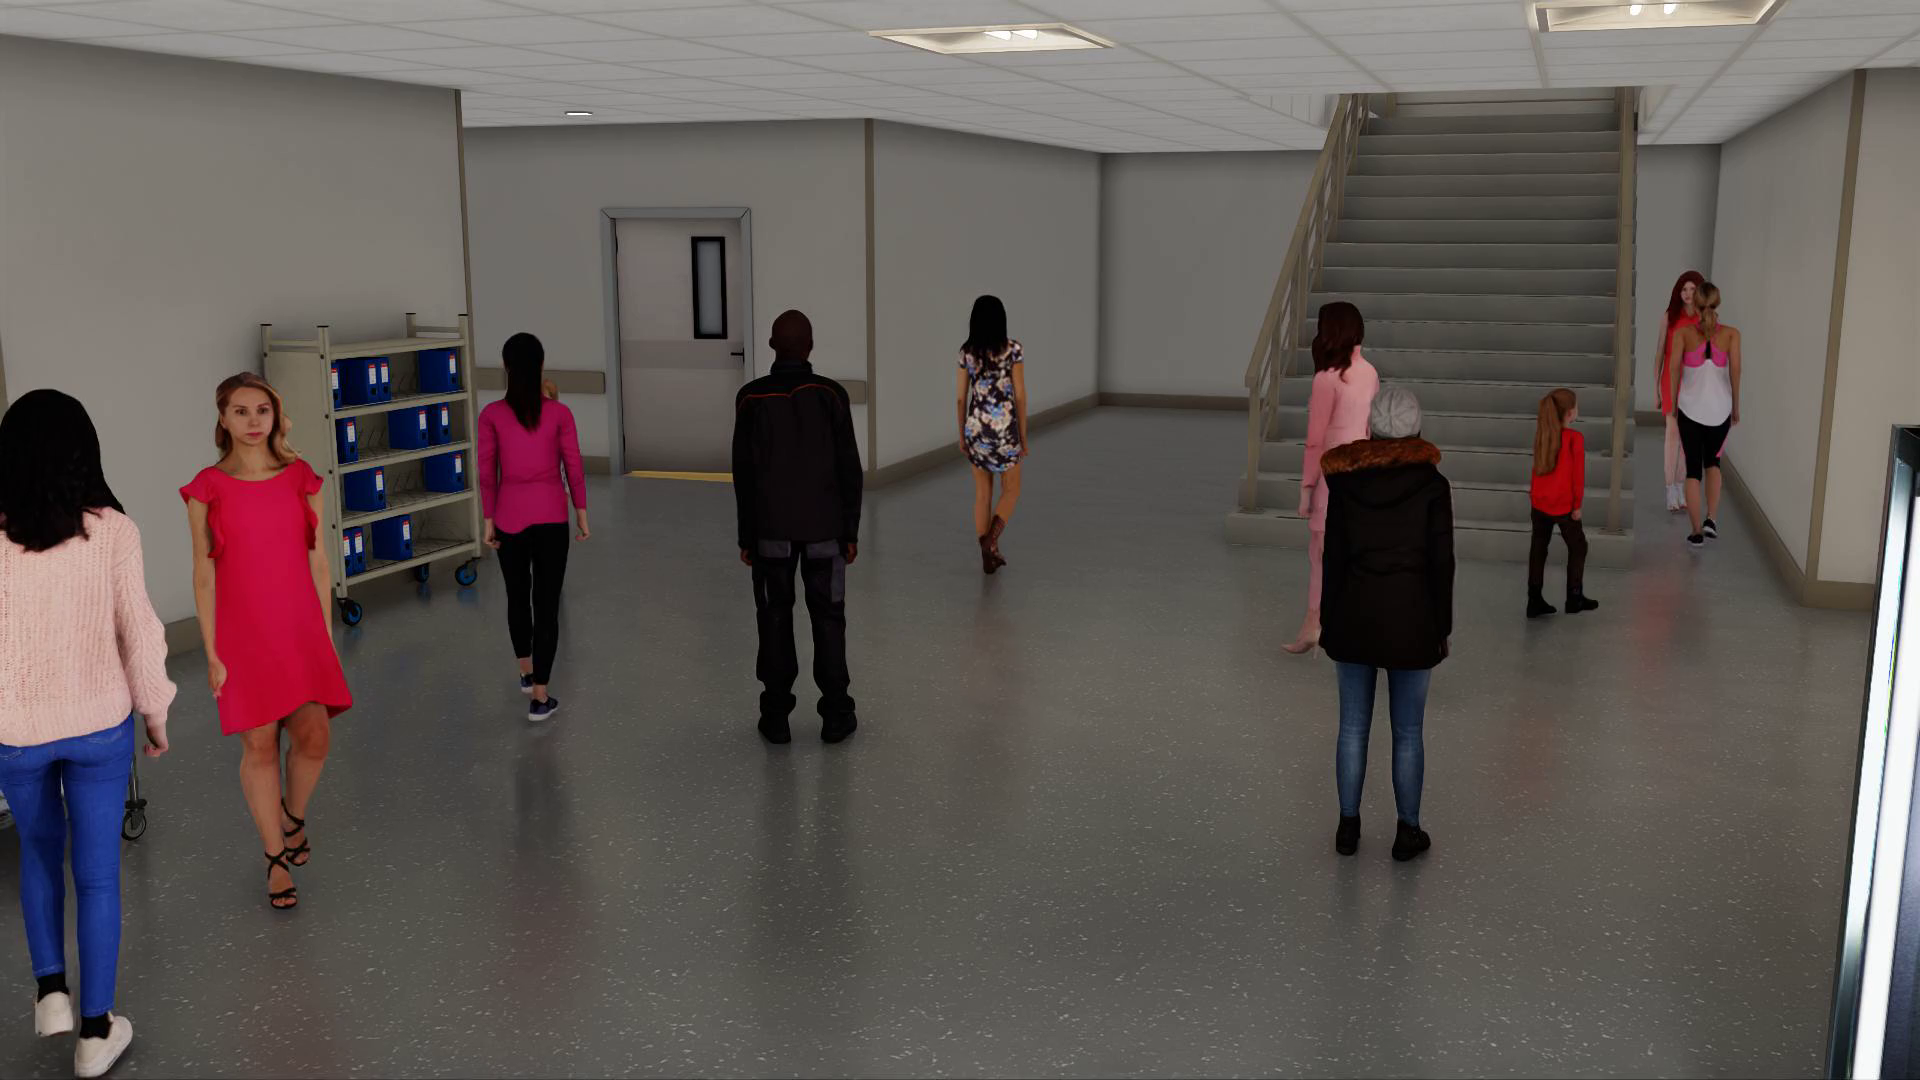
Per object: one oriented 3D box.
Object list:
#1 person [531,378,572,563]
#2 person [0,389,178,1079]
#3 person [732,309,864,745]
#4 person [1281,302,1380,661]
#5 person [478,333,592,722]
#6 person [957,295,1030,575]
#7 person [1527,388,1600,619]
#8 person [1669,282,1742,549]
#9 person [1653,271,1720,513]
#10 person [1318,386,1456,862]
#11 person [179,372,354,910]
[{"bbox_3d":[-2.452,-0.301,9.771,0.807,1.264,0.946,-3,11,-15],"label":"person"},{"bbox_3d":[-2.268,0.518,4.142,0.778,1.754,0.798,-3,11,-13],"label":"person"},{"bbox_3d":[-0.679,-0.056,6.971,0.780,1.826,0.745,0,11,-2],"label":"person"},{"bbox_3d":[1.898,-0.222,7.986,1.118,1.773,1.040,-9,14,-40],"label":"person"},{"bbox_3d":[-1.888,-0.037,7.269,0.810,1.678,0.975,-1,11,-3],"label":"person"},{"bbox_3d":[0.177,-0.629,10.261,0.628,1.725,0.648,3,11,17],"label":"person"},{"bbox_3d":[3.242,-0.189,9.159,0.778,1.272,0.694,-7,13,-34],"label":"person"},{"bbox_3d":[4.988,-0.827,11.168,0.609,1.775,0.591,4,11,18],"label":"person"},{"bbox_3d":[5.498,-1.122,12.648,0.694,1.803,0.819,2,11,9],"label":"person"},{"bbox_3d":[1.457,0.282,5.708,0.630,1.633,0.601,5,12,23],"label":"person"},{"bbox_3d":[-2.231,0.312,5.329,0.767,1.715,0.823,-7,13,-32],"label":"person"}]
